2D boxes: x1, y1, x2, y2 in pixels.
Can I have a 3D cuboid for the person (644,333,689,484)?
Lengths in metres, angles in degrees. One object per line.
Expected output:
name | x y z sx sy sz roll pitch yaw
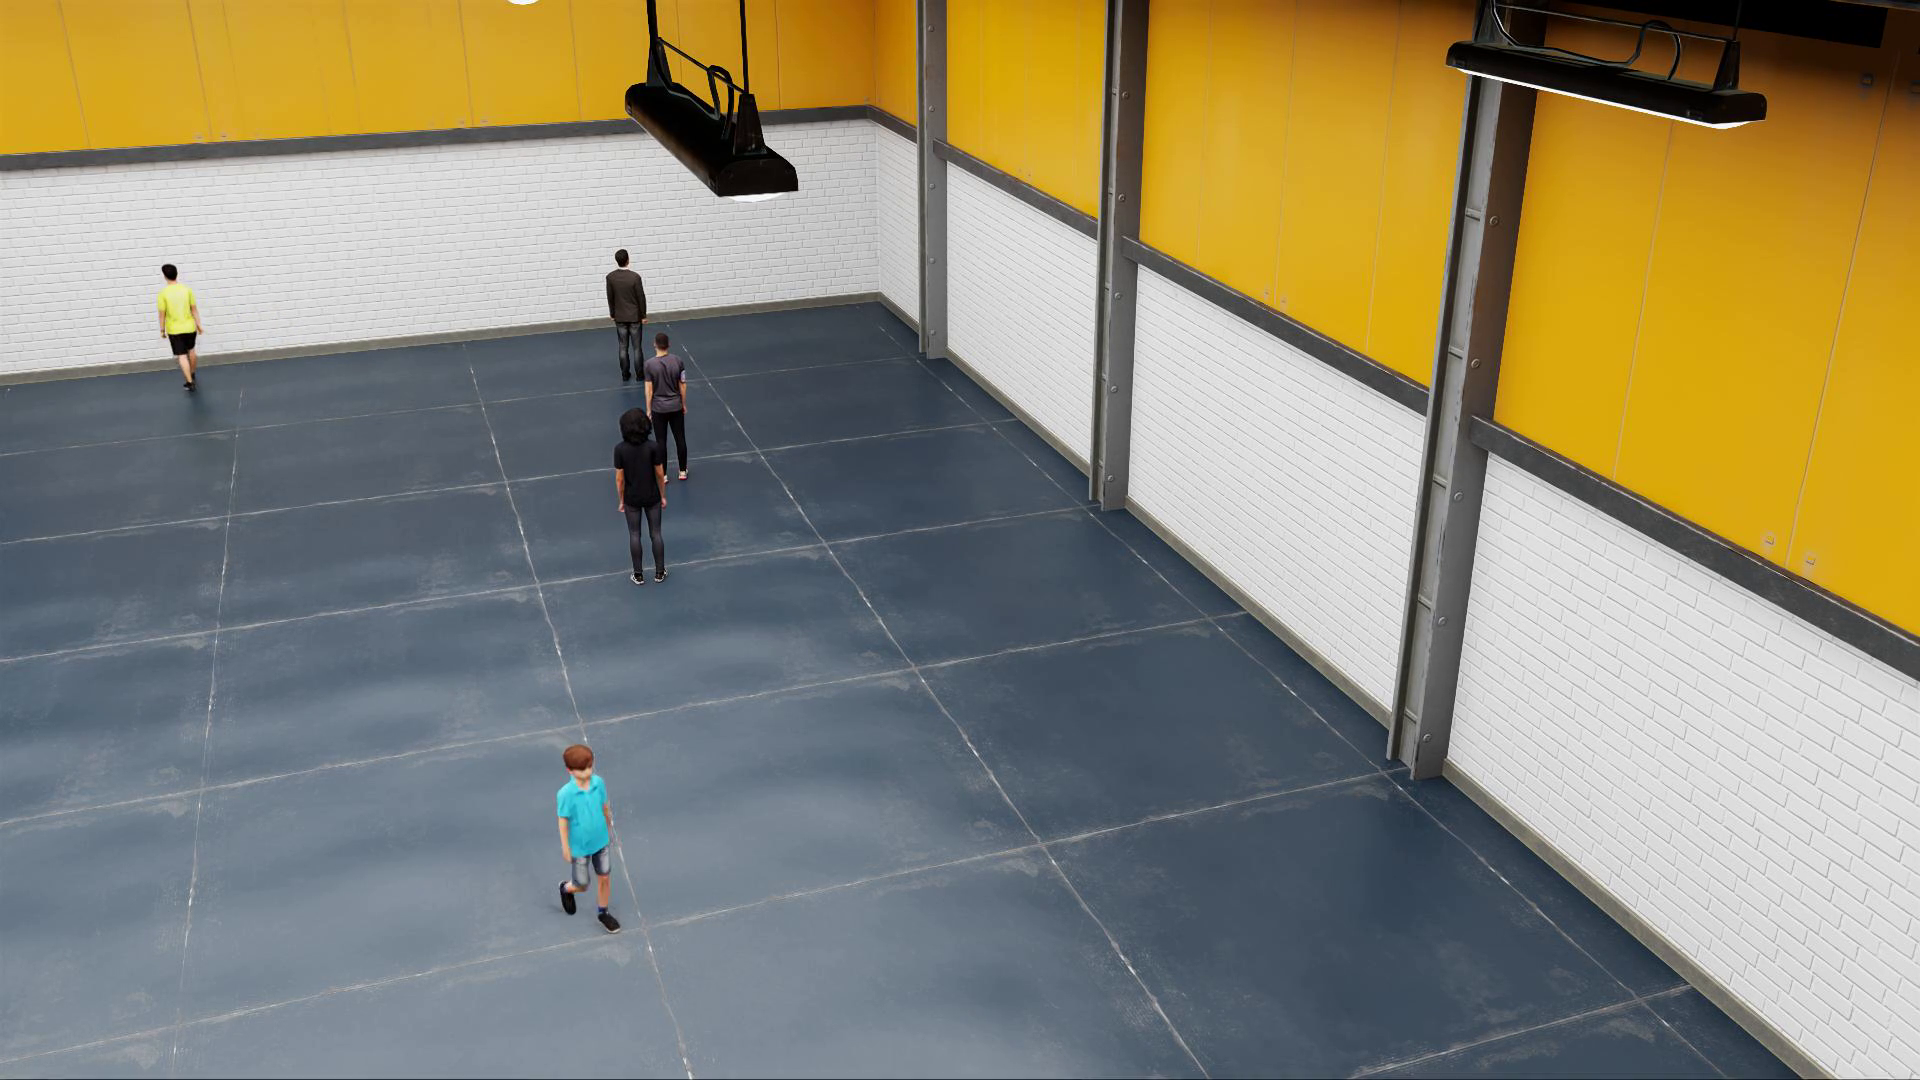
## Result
person | -3.362 -1.520 19.072 0.645 1.764 0.557 -10 26 -22

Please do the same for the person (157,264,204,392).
person | -10.351 -2.802 22.124 0.877 1.669 1.113 -18 30 -36

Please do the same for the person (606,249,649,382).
person | -4.497 -3.051 22.523 0.746 1.805 0.712 3 24 6

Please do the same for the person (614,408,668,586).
person | -3.161 -0.440 16.512 0.659 1.836 0.571 -5 24 -11

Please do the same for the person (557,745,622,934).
person | -2.587 2.017 11.389 0.689 1.437 0.819 -21 31 -40
